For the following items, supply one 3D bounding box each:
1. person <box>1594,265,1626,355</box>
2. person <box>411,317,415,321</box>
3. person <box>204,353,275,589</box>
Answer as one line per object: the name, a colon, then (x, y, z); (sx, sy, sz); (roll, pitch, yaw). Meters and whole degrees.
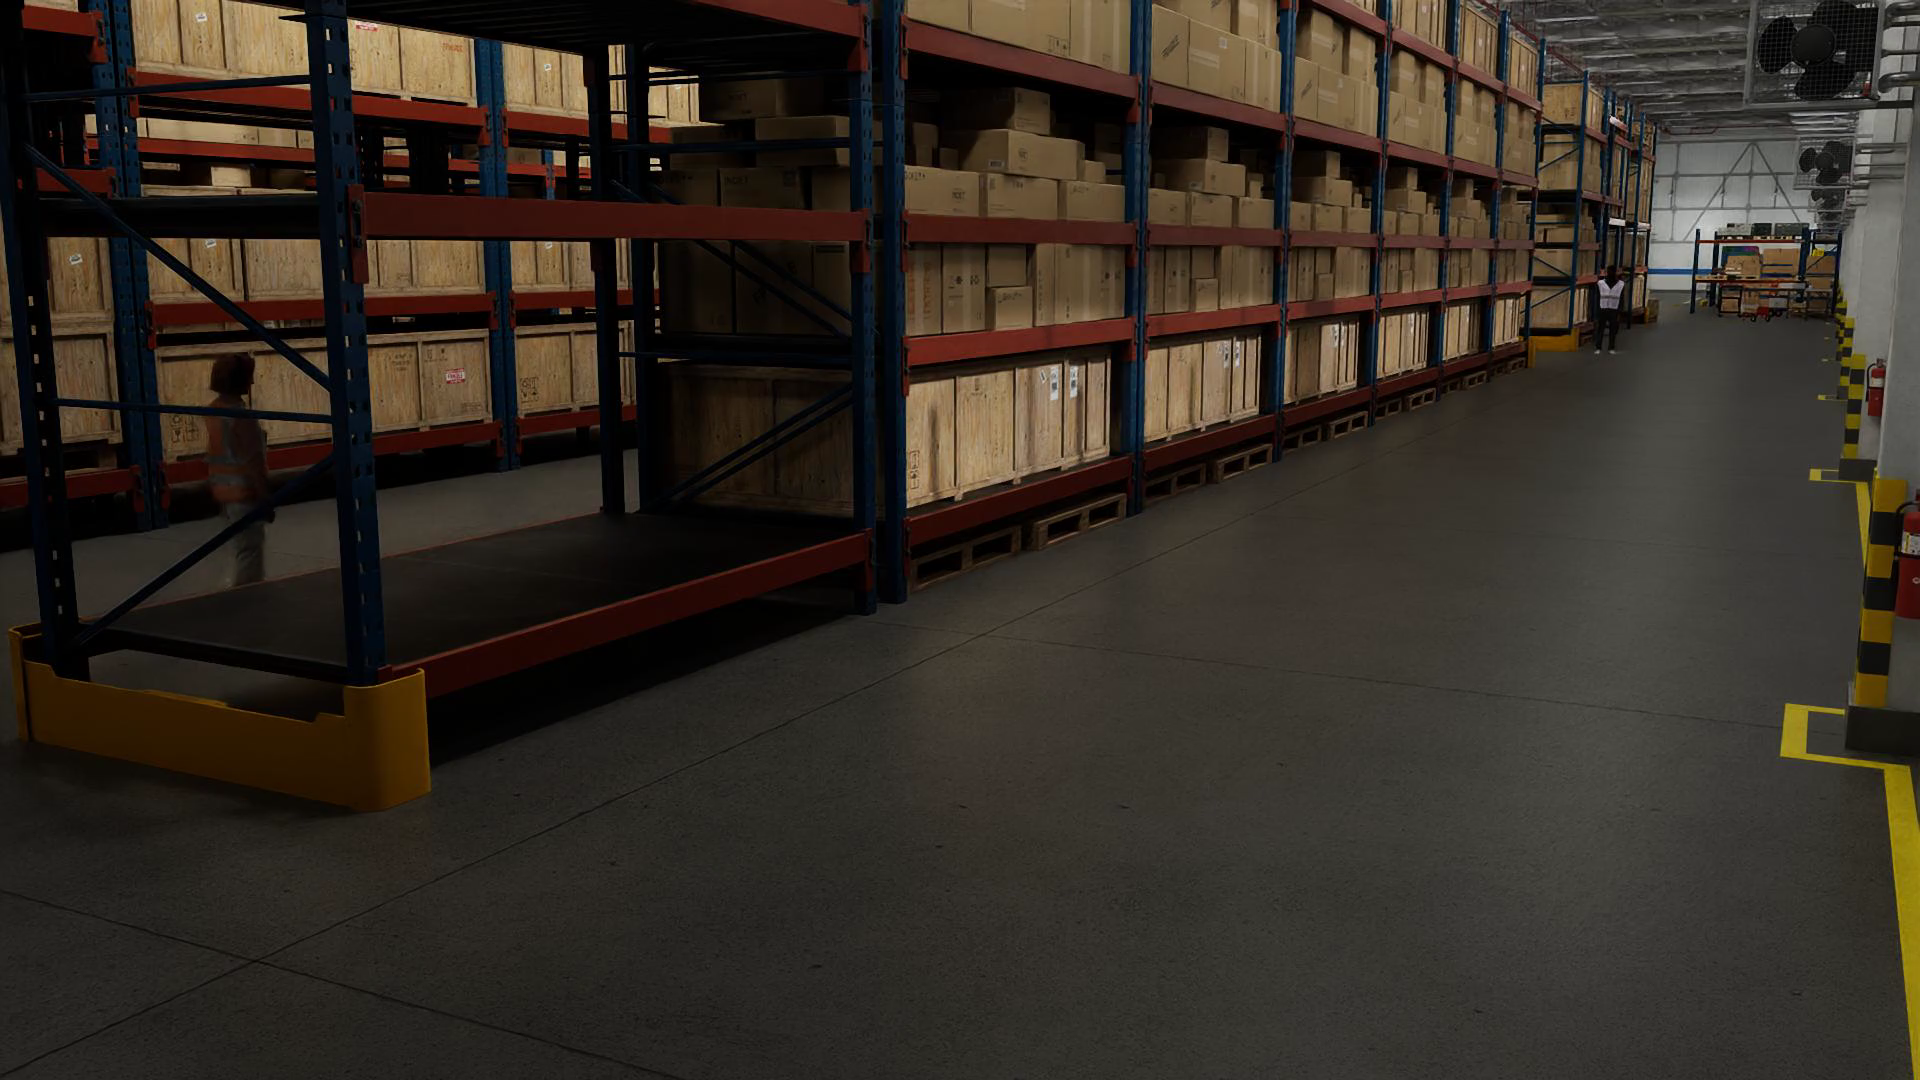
person: (13.948, -4.939, 35.730); (0.590, 1.917, 0.396); (3, 10, 19)
person: (-9.973, -4.052, 31.028); (0.525, 1.769, 0.315); (-3, 10, -18)
person: (-3.992, -0.223, 9.254); (0.453, 1.633, 0.534); (-9, 13, -42)
